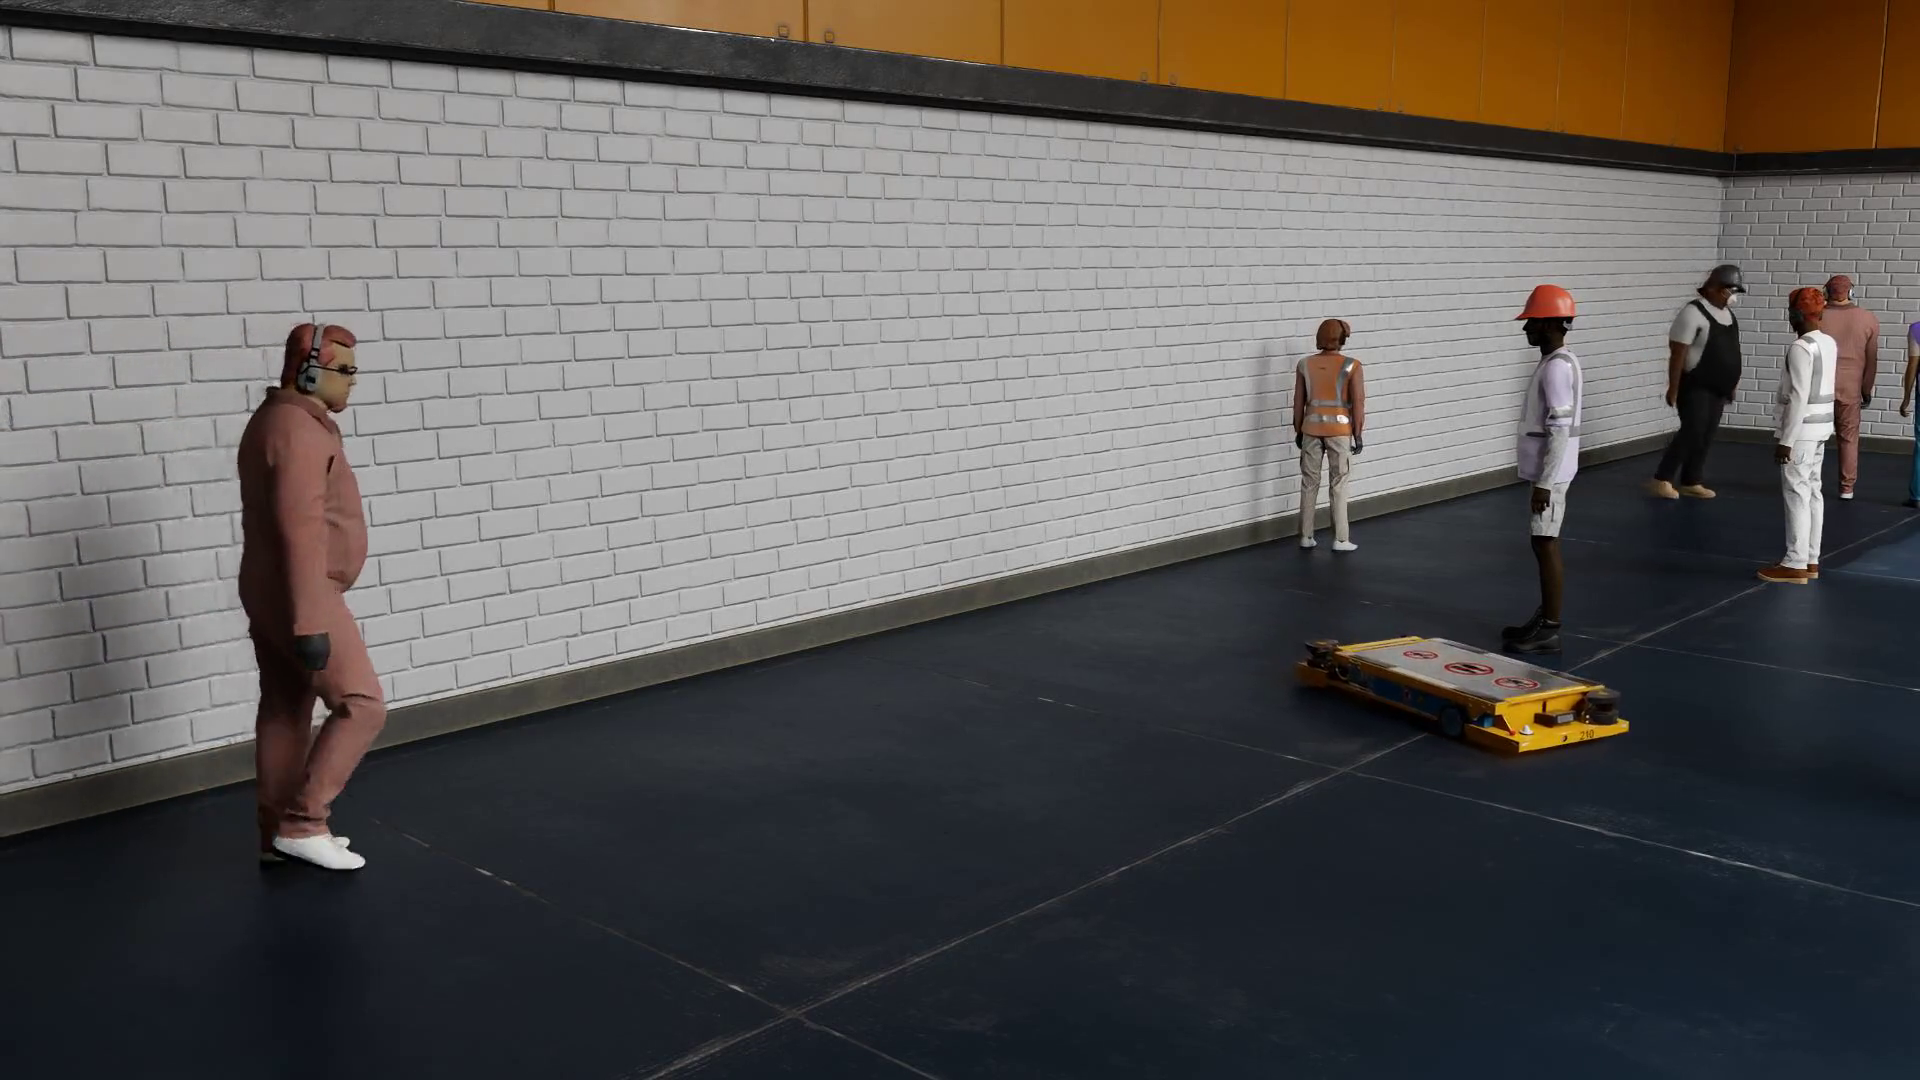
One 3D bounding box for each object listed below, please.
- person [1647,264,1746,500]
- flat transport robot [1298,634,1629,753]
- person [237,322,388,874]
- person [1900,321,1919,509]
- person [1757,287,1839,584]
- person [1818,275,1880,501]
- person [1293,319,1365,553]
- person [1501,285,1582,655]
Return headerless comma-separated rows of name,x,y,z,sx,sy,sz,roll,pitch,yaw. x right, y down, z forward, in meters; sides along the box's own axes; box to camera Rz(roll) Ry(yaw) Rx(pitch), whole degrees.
person,6.332,-1.353,14.084,0.707,2.000,0.545,-7,12,-35
flat transport robot,2.264,0.665,7.629,0.652,0.197,1.431,-5,11,-27
person,-2.198,0.215,5.586,0.443,1.877,0.686,-6,12,-31
person,7.988,-1.158,13.547,0.563,1.838,0.391,3,10,17
person,5.362,-0.662,10.600,0.582,1.880,0.338,-10,14,-44
person,7.373,-1.279,14.062,0.636,1.903,0.406,3,10,15
person,2.588,-0.732,11.696,0.523,1.636,0.310,7,12,36
person,3.052,-0.362,8.737,0.360,1.935,0.552,3,11,19
